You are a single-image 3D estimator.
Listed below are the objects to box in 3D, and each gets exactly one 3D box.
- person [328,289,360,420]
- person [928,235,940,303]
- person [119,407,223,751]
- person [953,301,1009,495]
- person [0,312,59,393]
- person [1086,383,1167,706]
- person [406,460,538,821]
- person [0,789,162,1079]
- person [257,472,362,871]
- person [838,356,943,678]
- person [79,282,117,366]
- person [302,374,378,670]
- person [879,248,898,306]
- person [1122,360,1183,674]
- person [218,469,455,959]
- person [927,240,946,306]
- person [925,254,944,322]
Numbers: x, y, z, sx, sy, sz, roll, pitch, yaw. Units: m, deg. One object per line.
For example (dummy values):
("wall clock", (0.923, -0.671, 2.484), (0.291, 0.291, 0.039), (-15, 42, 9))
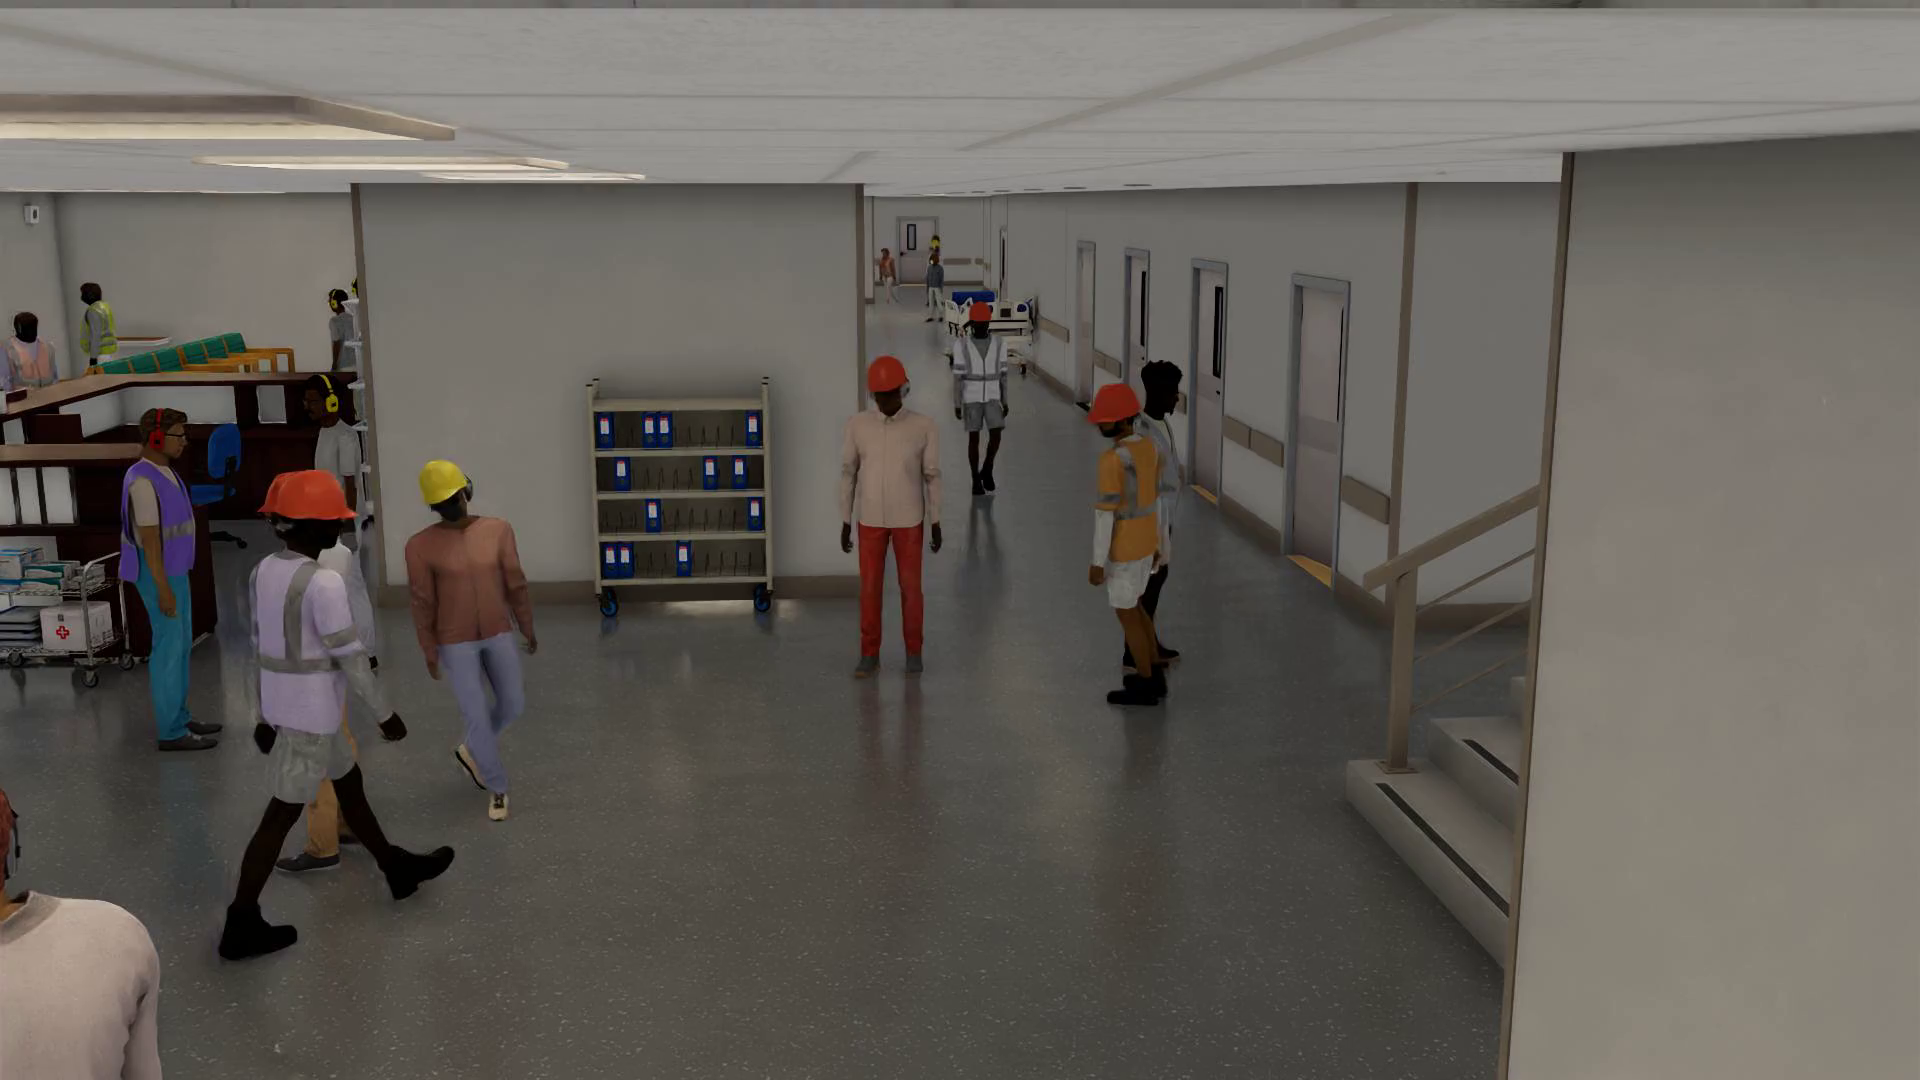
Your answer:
("person", (-7.337, -2.060, 19.862), (0.311, 1.864, 0.533), (4, 12, 18))
("person", (-0.731, -7.693, 47.243), (0.386, 1.927, 0.641), (0, 12, -1))
("person", (-4.226, 0.209, 8.861), (0.419, 1.833, 0.562), (-3, 12, -13))
("person", (0.210, -1.396, 16.460), (0.576, 1.922, 0.412), (-2, 12, -10))
("person", (-9.509, -1.437, 17.017), (0.986, 1.794, 0.635), (8, 14, 35))
("person", (0.953, 0.037, 9.535), (0.428, 1.900, 0.595), (7, 14, 31))
("person", (-2.321, 0.456, 7.912), (0.574, 1.725, 0.530), (-8, 14, -36))
("person", (-1.793, 1.346, 3.113), (0.401, 1.906, 0.651), (5, 13, 25))
("person", (-2.850, 0.571, 7.273), (0.324, 1.752, 0.561), (1, 12, 5))
("person", (-0.421, -0.133, 10.172), (0.650, 1.979, 0.495), (1, 12, 6))
("person", (-11.367, -2.477, 21.958), (0.429, 1.840, 0.636), (-3, 12, -14))
("person", (-3.834, -0.095, 10.274), (0.326, 1.862, 0.508), (-8, 14, -36))
("person", (-1.953, -7.350, 46.355), (0.535, 1.606, 0.724), (9, 15, 38))
("person", (1.184, -0.143, 10.288), (0.385, 1.951, 0.617), (4, 12, 20))
("person", (-2.524, 0.654, 6.573), (1.045, 1.876, 0.549), (-11, 16, -43))
("person", (-0.585, -7.331, 45.740), (0.732, 1.809, 0.621), (1, 12, 6))
("person", (-0.600, -6.045, 39.936), (0.507, 1.641, 0.322), (8, 14, 36))
